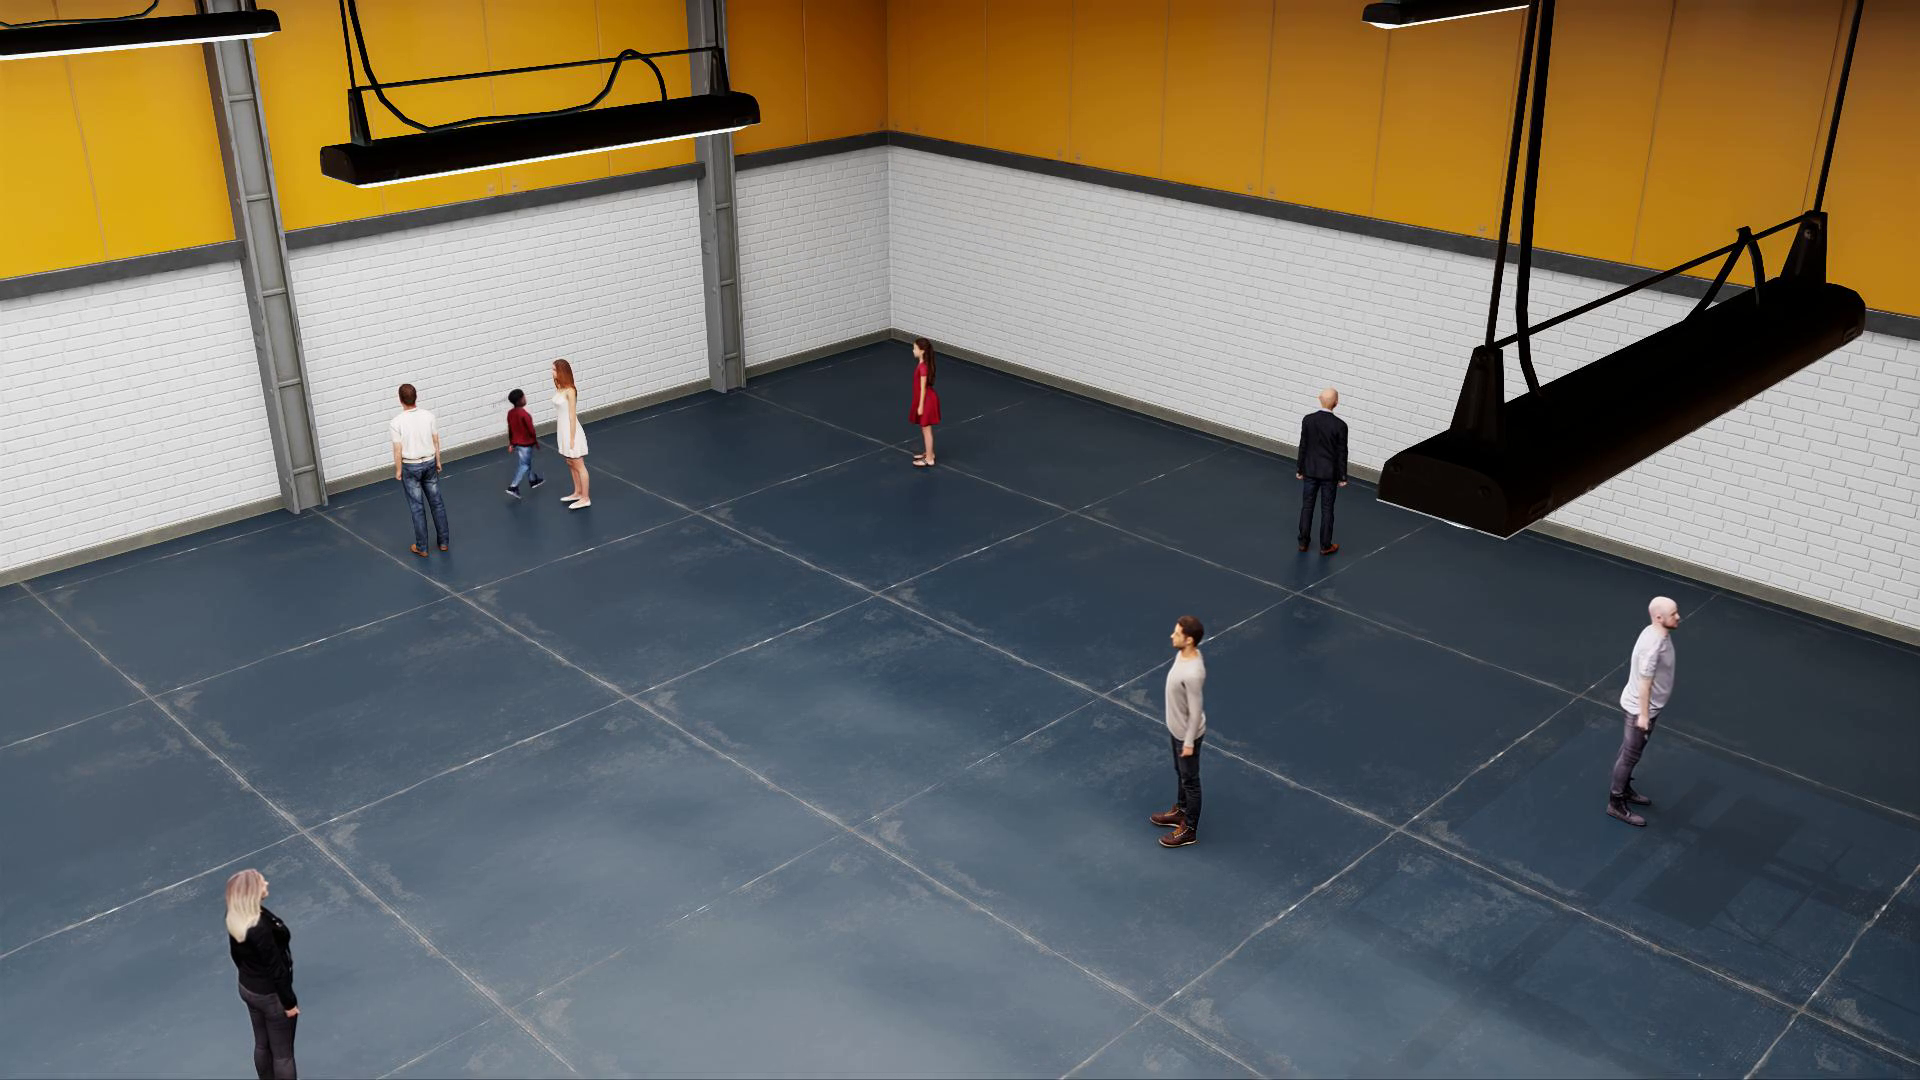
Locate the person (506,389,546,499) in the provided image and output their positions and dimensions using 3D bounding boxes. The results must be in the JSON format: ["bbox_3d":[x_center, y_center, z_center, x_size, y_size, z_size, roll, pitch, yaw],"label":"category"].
[{"bbox_3d":[-5.004,-1.085,18.874,0.543,1.246,0.850,18,30,36],"label":"person"}]

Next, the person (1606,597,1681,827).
[{"bbox_3d":[5.239,1.264,12.768,0.771,1.831,0.613,14,27,28],"label":"person"}]

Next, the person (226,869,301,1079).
[{"bbox_3d":[-4.072,2.662,9.753,0.635,1.685,0.561,18,29,35],"label":"person"}]

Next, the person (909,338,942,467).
[{"bbox_3d":[-0.405,-1.656,19.798,0.744,1.551,0.684,1,24,1],"label":"person"}]

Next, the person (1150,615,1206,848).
[{"bbox_3d":[1.684,1.410,12.391,0.777,1.866,0.740,-2,24,-5],"label":"person"}]

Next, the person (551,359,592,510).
[{"bbox_3d":[-4.341,-1.203,18.562,0.572,1.711,0.601,-16,28,-32],"label":"person"}]

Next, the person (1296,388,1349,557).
[{"bbox_3d":[3.769,-0.722,17.353,0.746,1.798,0.665,13,27,27],"label":"person"}]

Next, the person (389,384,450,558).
[{"bbox_3d":[-5.630,-0.743,17.331,0.530,1.855,0.734,-19,30,-36],"label":"person"}]
